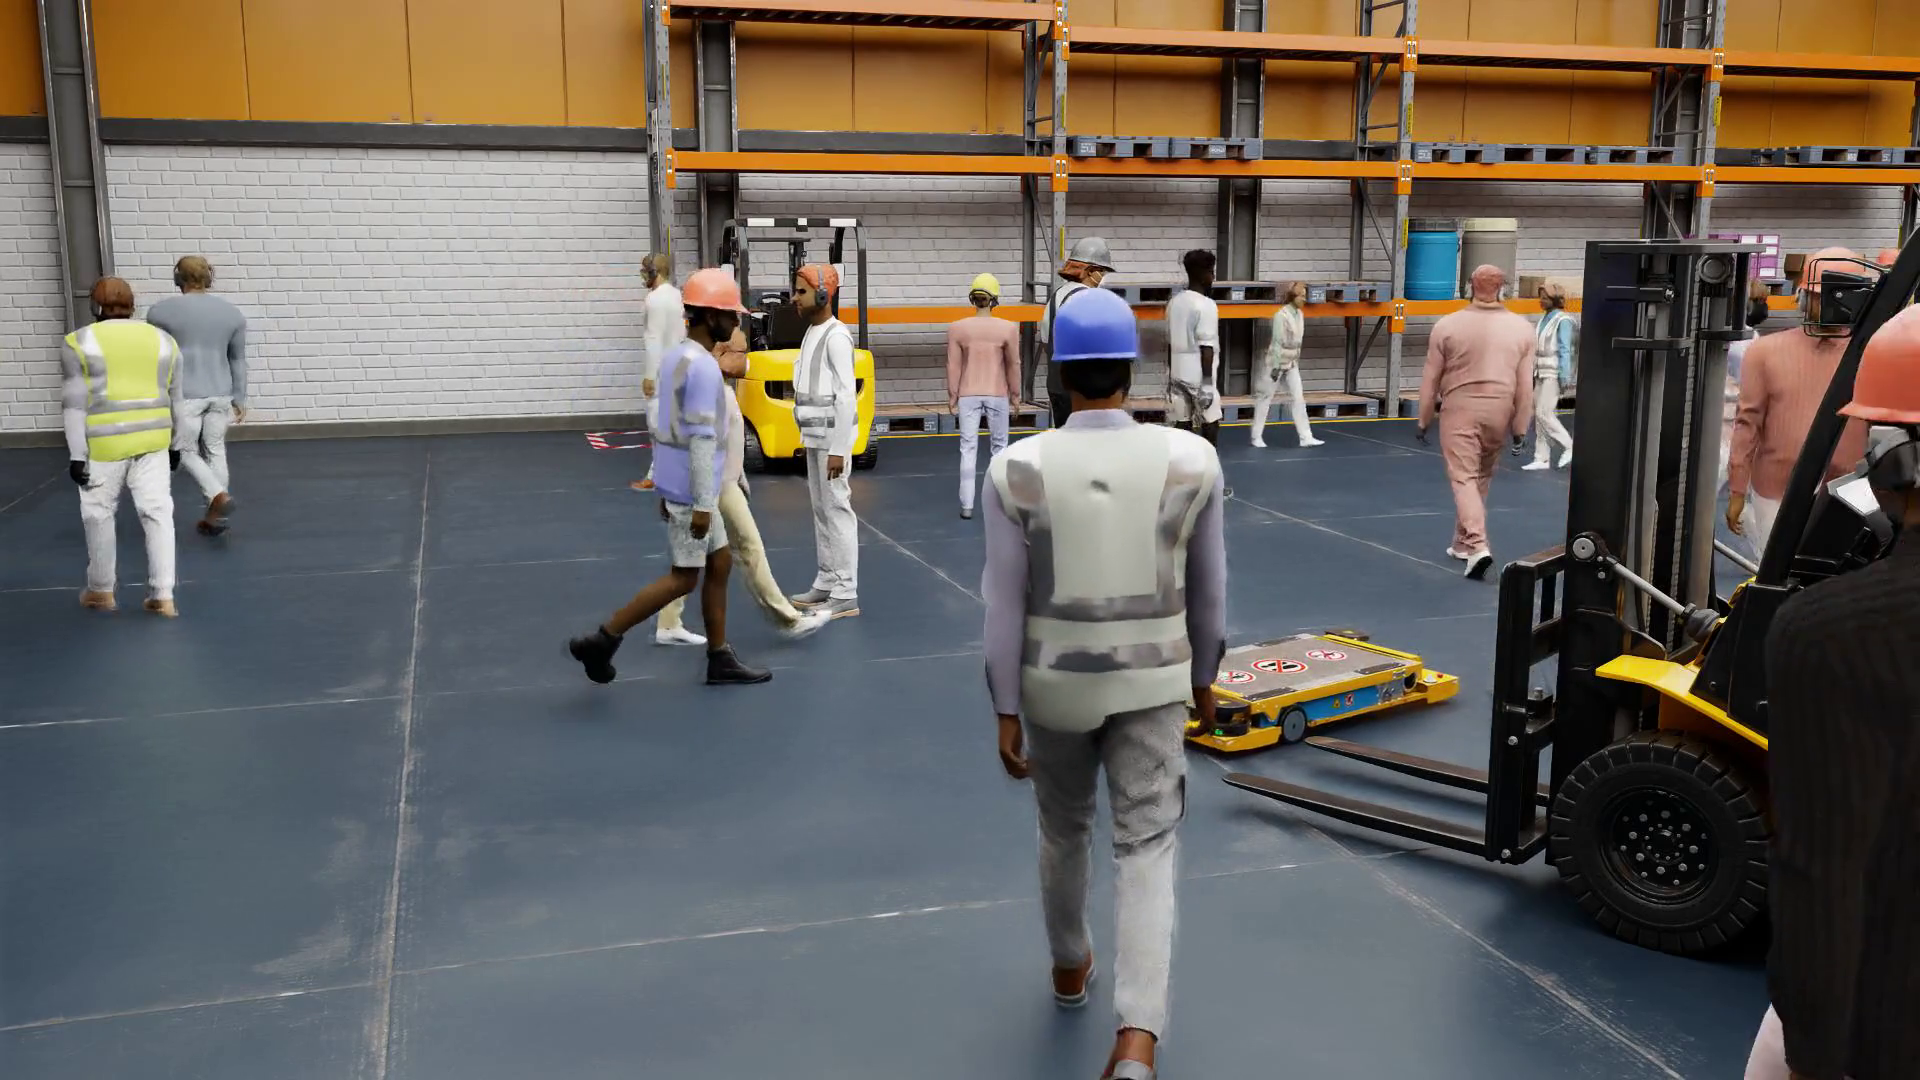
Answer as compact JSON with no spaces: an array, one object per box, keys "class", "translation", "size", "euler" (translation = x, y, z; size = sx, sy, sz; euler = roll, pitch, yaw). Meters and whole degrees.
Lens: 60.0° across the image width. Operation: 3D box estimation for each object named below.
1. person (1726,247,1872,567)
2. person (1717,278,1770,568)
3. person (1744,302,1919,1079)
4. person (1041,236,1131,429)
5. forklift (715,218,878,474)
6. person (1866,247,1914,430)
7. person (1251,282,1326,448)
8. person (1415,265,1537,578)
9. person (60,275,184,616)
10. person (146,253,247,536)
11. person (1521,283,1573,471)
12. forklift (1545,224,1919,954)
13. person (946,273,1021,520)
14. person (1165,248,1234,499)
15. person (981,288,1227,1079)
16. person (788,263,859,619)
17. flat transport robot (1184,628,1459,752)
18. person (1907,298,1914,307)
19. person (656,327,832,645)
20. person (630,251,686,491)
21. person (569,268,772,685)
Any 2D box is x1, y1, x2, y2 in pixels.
[{"class":"person","translation":[3.507,-0.208,6.874],"size":[0.633,1.978,0.420],"euler":[4,11,22]},{"class":"person","translation":[4.532,-0.640,9.788],"size":[0.983,1.796,0.616],"euler":[3,11,14]},{"class":"person","translation":[1.389,0.651,2.263],"size":[0.632,1.956,1.005],"euler":[-2,10,-9]},{"class":"person","translation":[0.837,-0.942,10.738],"size":[0.537,2.000,0.679],"euler":[-4,11,-23]},{"class":"forklift","translation":[-1.522,-1.778,14.899],"size":[1.214,2.155,2.313],"euler":[-3,11,-17]},{"class":"person","translation":[9.754,-2.106,17.457],"size":[0.735,1.919,0.557],"euler":[-3,11,-14]},{"class":"person","translation":[3.121,-1.654,15.876],"size":[0.726,1.587,0.538],"euler":[9,14,40]},{"class":"person","translation":[3.125,-0.724,10.051],"size":[0.648,1.865,0.995],"euler":[0,10,-2]},{"class":"person","translation":[-4.531,-0.503,8.965],"size":[0.793,1.811,0.657],"euler":[9,14,42]},{"class":"person","translation":[-5.037,-0.945,11.096],"size":[0.677,1.918,0.638],"euler":[9,14,41]},{"class":"person","translation":[5.083,-1.394,14.330],"size":[0.388,1.625,0.538],"euler":[-1,10,-7]},{"class":"forklift","translation":[2.909,0.117,4.508],"size":[2.313,2.155,1.214],"euler":[9,14,40]},{"class":"person","translation":[0.172,-1.022,11.932],"size":[0.533,1.767,0.326],"euler":[1,10,7]},{"class":"person","translation":[1.719,-1.252,12.713],"size":[0.805,1.943,0.611],"euler":[-4,11,-23]},{"class":"person","translation":[0.352,0.353,4.019],"size":[0.601,1.912,0.954],"euler":[1,10,4]},{"class":"person","translation":[-0.719,-0.519,8.852],"size":[0.354,1.881,0.576],"euler":[-4,11,-19]},{"class":"flat transport robot","translation":[1.404,0.613,7.063],"size":[1.431,0.197,0.652],"euler":[-8,13,-36]},{"class":"person","translation":[7.154,-1.059,12.535],"size":[0.419,1.616,0.516],"euler":[-7,13,-35]},{"class":"person","translation":[-1.106,-0.255,8.190],"size":[0.880,1.579,0.509],"euler":[-2,11,-13]},{"class":"person","translation":[-2.257,-1.315,13.143],"size":[0.709,1.912,0.645],"euler":[0,10,2]},{"class":"person","translation":[-1.281,-0.237,7.283],"size":[0.845,1.898,0.580],"euler":[-4,11,-19]}]
